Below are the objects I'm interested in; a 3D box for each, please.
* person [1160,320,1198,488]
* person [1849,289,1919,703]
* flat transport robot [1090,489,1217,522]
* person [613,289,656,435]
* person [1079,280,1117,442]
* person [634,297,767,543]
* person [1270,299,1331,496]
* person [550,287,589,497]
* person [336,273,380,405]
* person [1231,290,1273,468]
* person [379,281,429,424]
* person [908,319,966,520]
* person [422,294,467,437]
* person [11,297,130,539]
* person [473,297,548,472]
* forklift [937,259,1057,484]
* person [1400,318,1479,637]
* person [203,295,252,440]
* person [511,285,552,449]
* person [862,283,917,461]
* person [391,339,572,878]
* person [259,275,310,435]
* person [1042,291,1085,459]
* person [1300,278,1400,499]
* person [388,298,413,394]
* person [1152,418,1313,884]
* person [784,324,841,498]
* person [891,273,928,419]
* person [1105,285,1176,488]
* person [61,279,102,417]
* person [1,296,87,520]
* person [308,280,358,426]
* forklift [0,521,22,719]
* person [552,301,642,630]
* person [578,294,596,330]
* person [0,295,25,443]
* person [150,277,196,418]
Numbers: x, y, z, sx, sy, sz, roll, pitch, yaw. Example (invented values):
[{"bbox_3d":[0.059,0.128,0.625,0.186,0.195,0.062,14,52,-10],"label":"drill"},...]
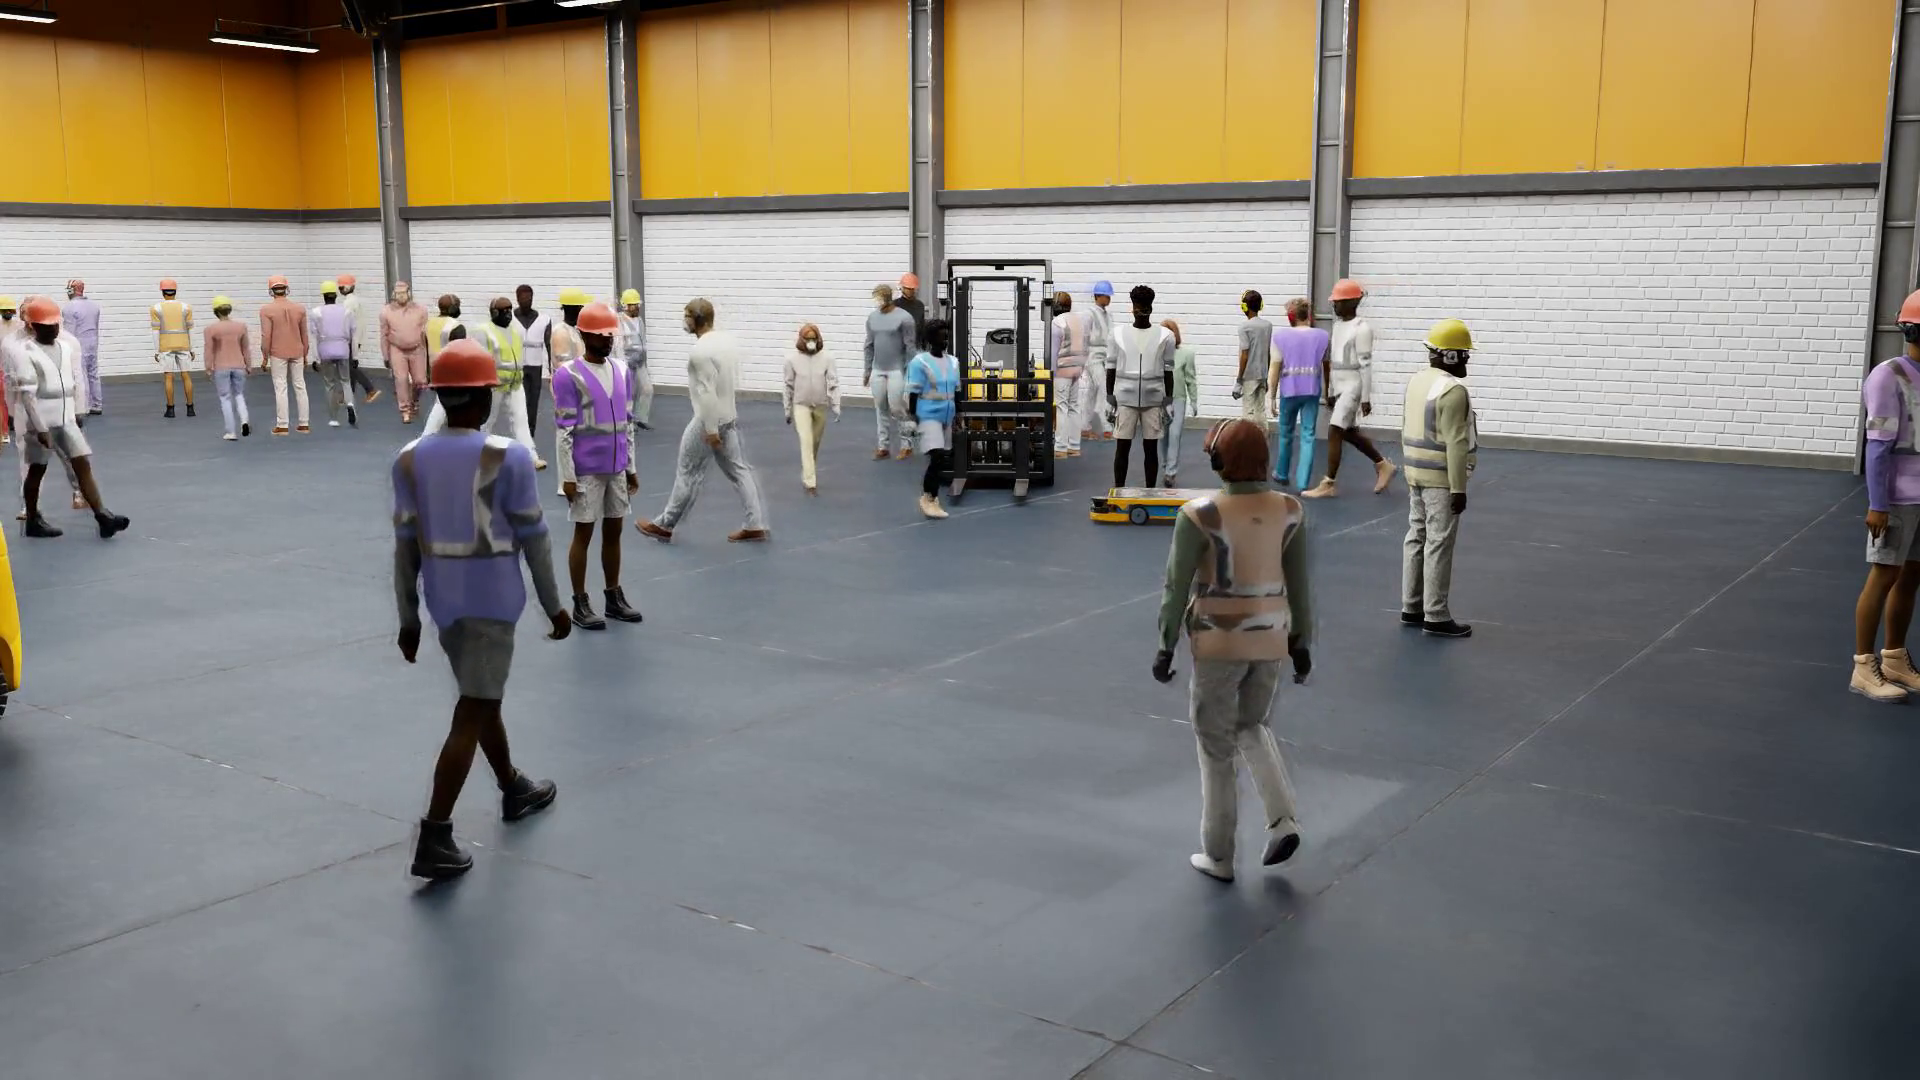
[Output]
[{"bbox_3d":[1.974,-1.288,15.859,0.534,1.586,0.851,4,10,20],"label":"person"},{"bbox_3d":[4.694,-0.223,8.183,0.614,2.042,0.373,-5,11,-29],"label":"person"},{"bbox_3d":[1.818,-0.291,13.857,1.431,0.197,0.652,1,10,7],"label":"flat transport robot"},{"bbox_3d":[-4.039,-2.196,20.624,0.565,1.811,0.590,5,11,28],"label":"person"},{"bbox_3d":[1.757,-2.122,19.840,0.828,1.918,0.646,6,11,33],"label":"person"},{"bbox_3d":[-1.962,-0.899,12.690,1.026,1.883,0.636,2,10,11],"label":"person"},{"bbox_3d":[3.184,-1.346,15.572,0.640,1.809,0.772,0,10,1],"label":"person"},{"bbox_3d":[-3.556,-1.358,15.304,0.390,1.925,0.587,0,10,1],"label":"person"},{"bbox_3d":[-9.108,-3.004,24.936,0.641,1.986,0.627,-1,10,-6],"label":"person"},{"bbox_3d":[3.004,-1.636,17.139,0.518,1.865,0.329,-8,13,-41],"label":"person"},{"bbox_3d":[-7.421,-2.513,22.265,0.667,1.890,0.592,-4,10,-24],"label":"person"},{"bbox_3d":[-0.179,-0.994,13.816,0.398,1.680,0.556,9,13,42],"label":"person"},{"bbox_3d":[-5.730,-1.862,18.721,0.634,1.793,0.986,9,13,43],"label":"person"},{"bbox_3d":[-6.931,-0.915,12.791,1.018,1.876,0.564,4,10,20],"label":"person"},{"bbox_3d":[-4.683,-1.587,17.053,0.981,1.793,0.651,6,12,34],"label":"person"},{"bbox_3d":[0.370,-1.738,16.759,1.214,2.155,2.313,1,10,3],"label":"forklift"},{"bbox_3d":[2.781,-0.361,9.635,0.404,1.829,0.600,-2,10,-11],"label":"person"},{"bbox_3d":[-8.832,-2.073,20.048,0.548,1.750,0.365,-9,13,-43],"label":"person"},{"bbox_3d":[-4.882,-1.935,18.855,0.624,1.876,0.938,-4,10,-24],"label":"person"},{"bbox_3d":[-0.772,-1.805,18.020,0.661,1.912,0.417,7,12,35],"label":"person"},{"bbox_3d":[-1.766,0.223,6.027,0.549,1.891,1.009,4,10,21],"label":"person"},{"bbox_3d":[-8.408,-2.298,20.709,0.391,1.987,0.608,9,13,42],"label":"person"},{"bbox_3d":[1.120,-1.804,18.228,0.430,1.838,0.629,6,11,32],"label":"person"},{"bbox_3d":[3.608,-1.373,15.149,0.946,2.012,0.625,-2,10,-12],"label":"person"},{"bbox_3d":[-8.985,-3.137,26.811,0.654,1.608,0.508,5,11,28],"label":"person"},{"bbox_3d":[0.959,0.387,5.793,0.535,1.624,0.360,-5,11,-25],"label":"person"},{"bbox_3d":[-1.395,-1.218,15.523,0.499,1.604,0.845,-3,10,-18],"label":"person"},{"bbox_3d":[-0.715,-2.637,22.746,0.642,1.985,0.397,-7,12,-36],"label":"person"},{"bbox_3d":[1.530,-1.187,14.173,0.604,1.959,0.379,1,10,4],"label":"person"},{"bbox_3d":[-12.248,-2.668,23.150,0.410,1.909,0.643,1,10,7],"label":"person"},{"bbox_3d":[-7.815,-1.146,14.199,0.661,1.875,0.885,-2,10,-9],"label":"person"},{"bbox_3d":[-8.125,-2.415,21.623,0.590,1.915,0.571,-6,11,-31],"label":"person"},{"bbox_3d":[-5.296,-0.090,6.943,1.214,2.155,2.313,7,12,35],"label":"forklift"},{"bbox_3d":[-2.113,-0.437,9.805,0.380,1.929,0.543,7,12,36],"label":"person"},{"bbox_3d":[-4.791,-2.293,21.432,0.363,1.726,0.512,-4,10,-22],"label":"person"},{"bbox_3d":[-11.277,-2.028,19.786,0.518,1.756,0.346,-9,13,-43],"label":"person"},{"bbox_3d":[-10.875,-2.661,23.008,0.545,1.941,0.350,-6,11,-34],"label":"person"}]
